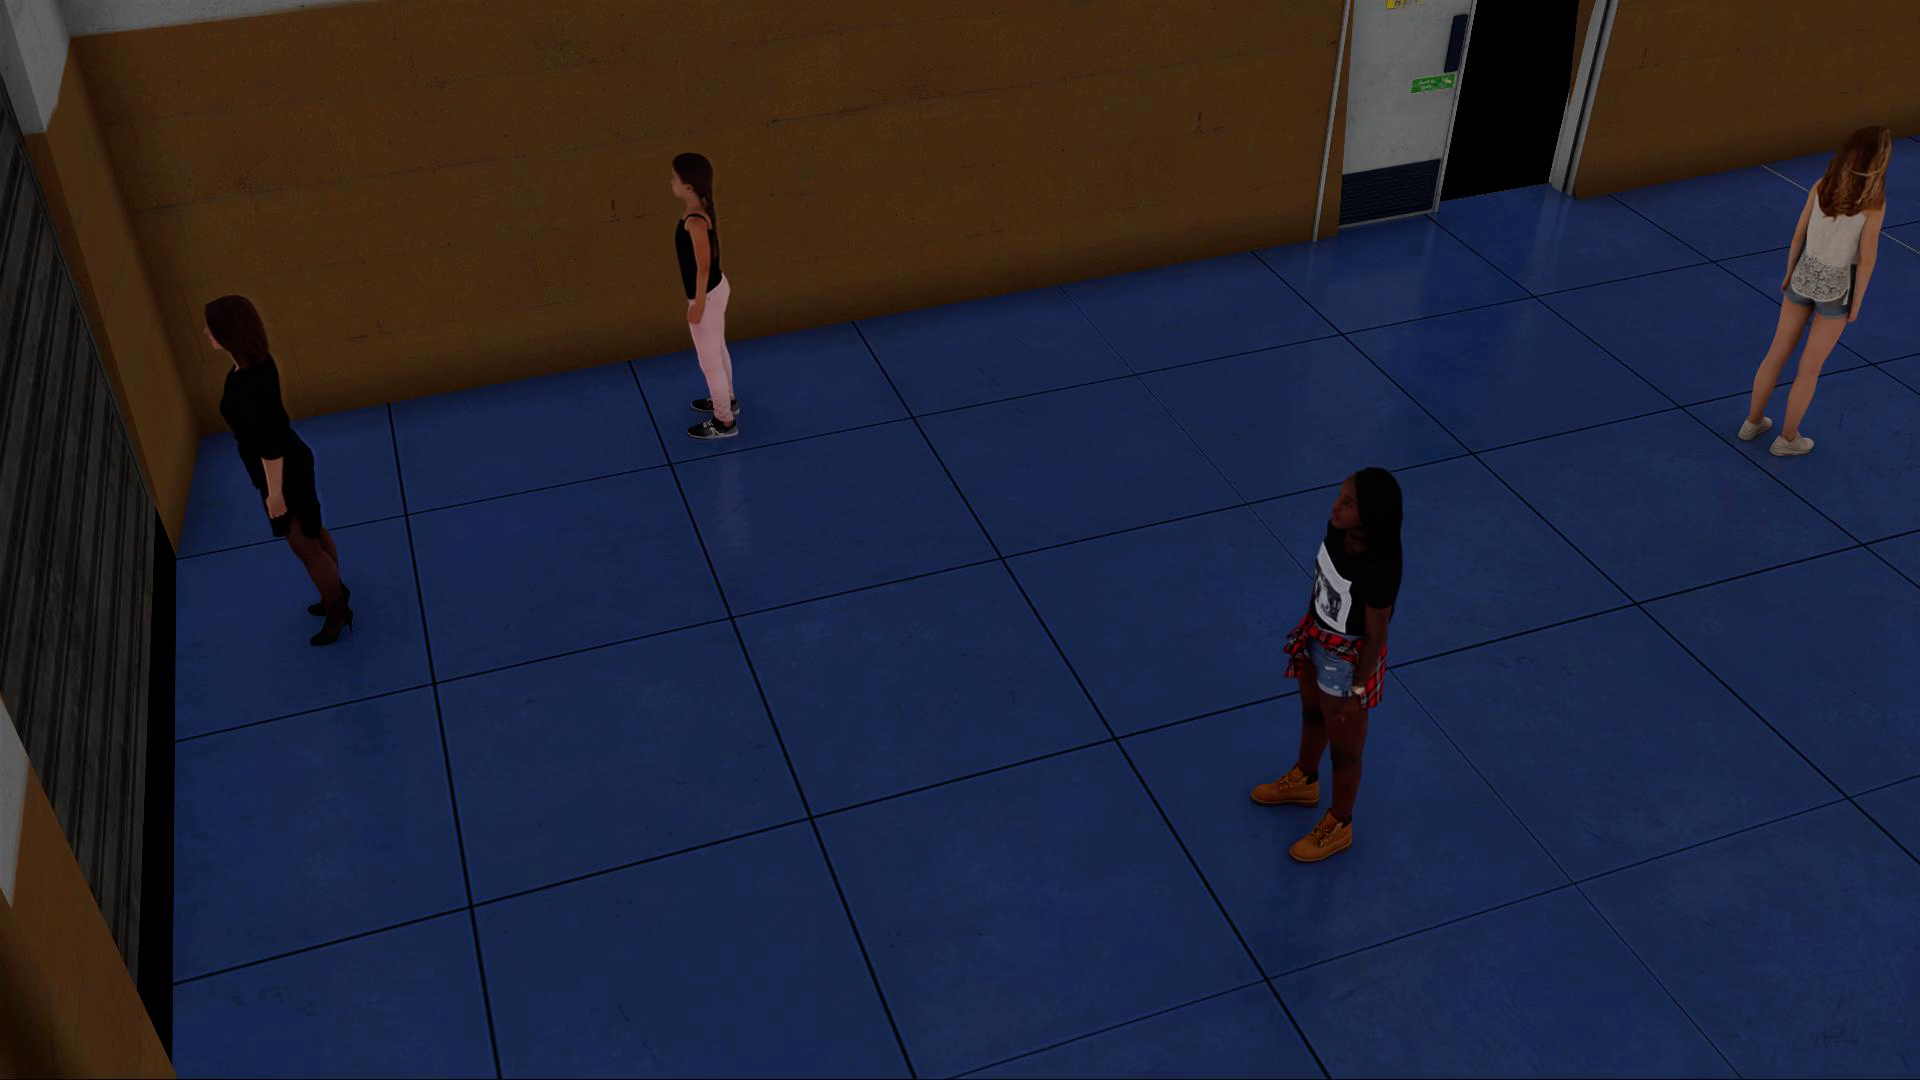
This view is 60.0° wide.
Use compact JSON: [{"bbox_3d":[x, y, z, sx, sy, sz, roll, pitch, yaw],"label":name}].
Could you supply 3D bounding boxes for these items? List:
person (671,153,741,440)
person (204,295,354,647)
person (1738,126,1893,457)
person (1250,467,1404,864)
[{"bbox_3d":[-1.301,-1.248,8.508,0.660,1.564,0.542,0,37,0],"label":"person"},{"bbox_3d":[-2.879,-0.279,7.087,0.654,1.704,0.444,-10,38,-13],"label":"person"},{"bbox_3d":[4.292,-1.229,8.321,0.673,1.759,0.519,-21,41,-25],"label":"person"},{"bbox_3d":[1.394,0.450,6.110,0.681,1.728,0.546,-9,38,-12],"label":"person"}]
